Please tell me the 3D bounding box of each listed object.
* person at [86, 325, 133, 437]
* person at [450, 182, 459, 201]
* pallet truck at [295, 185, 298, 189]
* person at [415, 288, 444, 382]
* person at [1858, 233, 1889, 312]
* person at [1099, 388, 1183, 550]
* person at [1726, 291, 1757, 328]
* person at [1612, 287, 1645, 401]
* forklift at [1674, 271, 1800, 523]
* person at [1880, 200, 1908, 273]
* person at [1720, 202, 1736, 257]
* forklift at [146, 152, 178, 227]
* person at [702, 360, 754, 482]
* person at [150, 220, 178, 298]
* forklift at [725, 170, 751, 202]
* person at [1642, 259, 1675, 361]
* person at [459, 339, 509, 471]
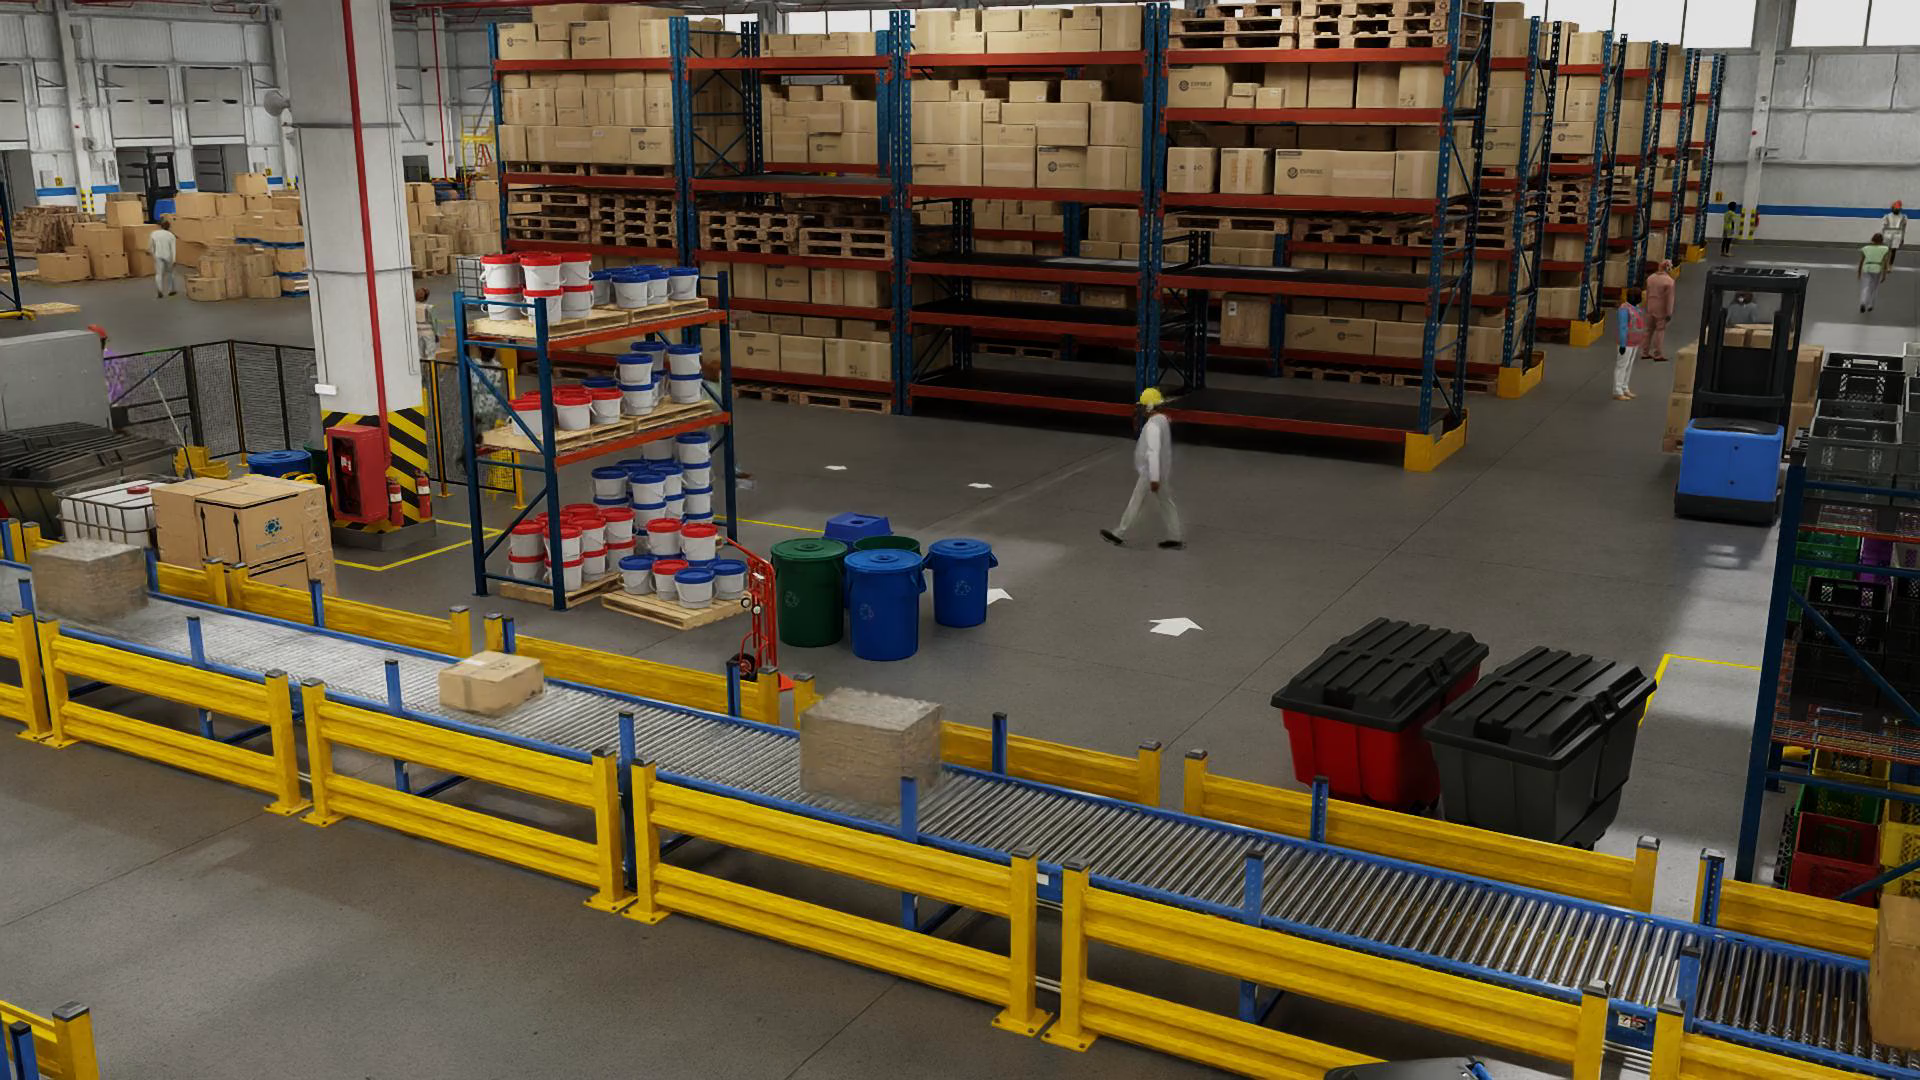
[{"bbox_3d":[-11.262,-1.898,22.077,0.547,1.921,0.553,-4,15,-16],"label":"person"},{"bbox_3d":[-19.535,-12.947,64.126,0.869,1.659,0.542,-10,18,-32],"label":"person"},{"bbox_3d":[-26.804,-14.617,69.738,1.885,1.965,0.823,-14,20,-42],"label":"pallet truck"},{"bbox_3d":[-9.235,-3.530,28.746,0.514,1.641,0.307,5,16,19],"label":"person"},{"bbox_3d":[21.004,-6.159,38.301,0.574,1.819,0.869,9,18,32],"label":"person"},{"bbox_3d":[2.029,-0.771,18.096,0.937,1.777,0.622,5,16,19],"label":"person"},{"bbox_3d":[13.599,-3.565,28.985,0.502,1.587,0.841,11,18,35],"label":"person"},{"bbox_3d":[10.909,-3.198,27.112,0.429,1.841,0.634,12,19,39],"label":"person"},{"bbox_3d":[9.269,-1.763,19.726,1.129,2.768,1.873,8,17,27],"label":"forklift"},{"bbox_3d":[26.380,-8.586,47.024,0.618,2.022,0.861,9,17,30],"label":"person"},{"bbox_3d":[23.885,-9.645,51.626,0.316,1.696,0.541,-1,15,-3],"label":"person"},{"bbox_3d":[-30.070,-13.240,62.873,1.873,2.768,1.129,8,17,28],"label":"forklift"},{"bbox_3d":[-3.068,-1.496,21.189,0.842,1.587,0.528,7,16,23],"label":"person"},{"bbox_3d":[-19.703,-6.953,41.155,0.652,1.888,0.956,-2,15,-7],"label":"person"},{"bbox_3d":[-6.786,-10.188,51.400,1.129,2.768,1.873,8,17,27],"label":"forklift"},{"bbox_3d":[13.111,-4.297,31.140,0.399,1.900,0.645,-6,16,-22],"label":"person"},{"bbox_3d":[-6.133,-1.738,21.489,0.890,1.911,0.549,8,17,29],"label":"person"}]
